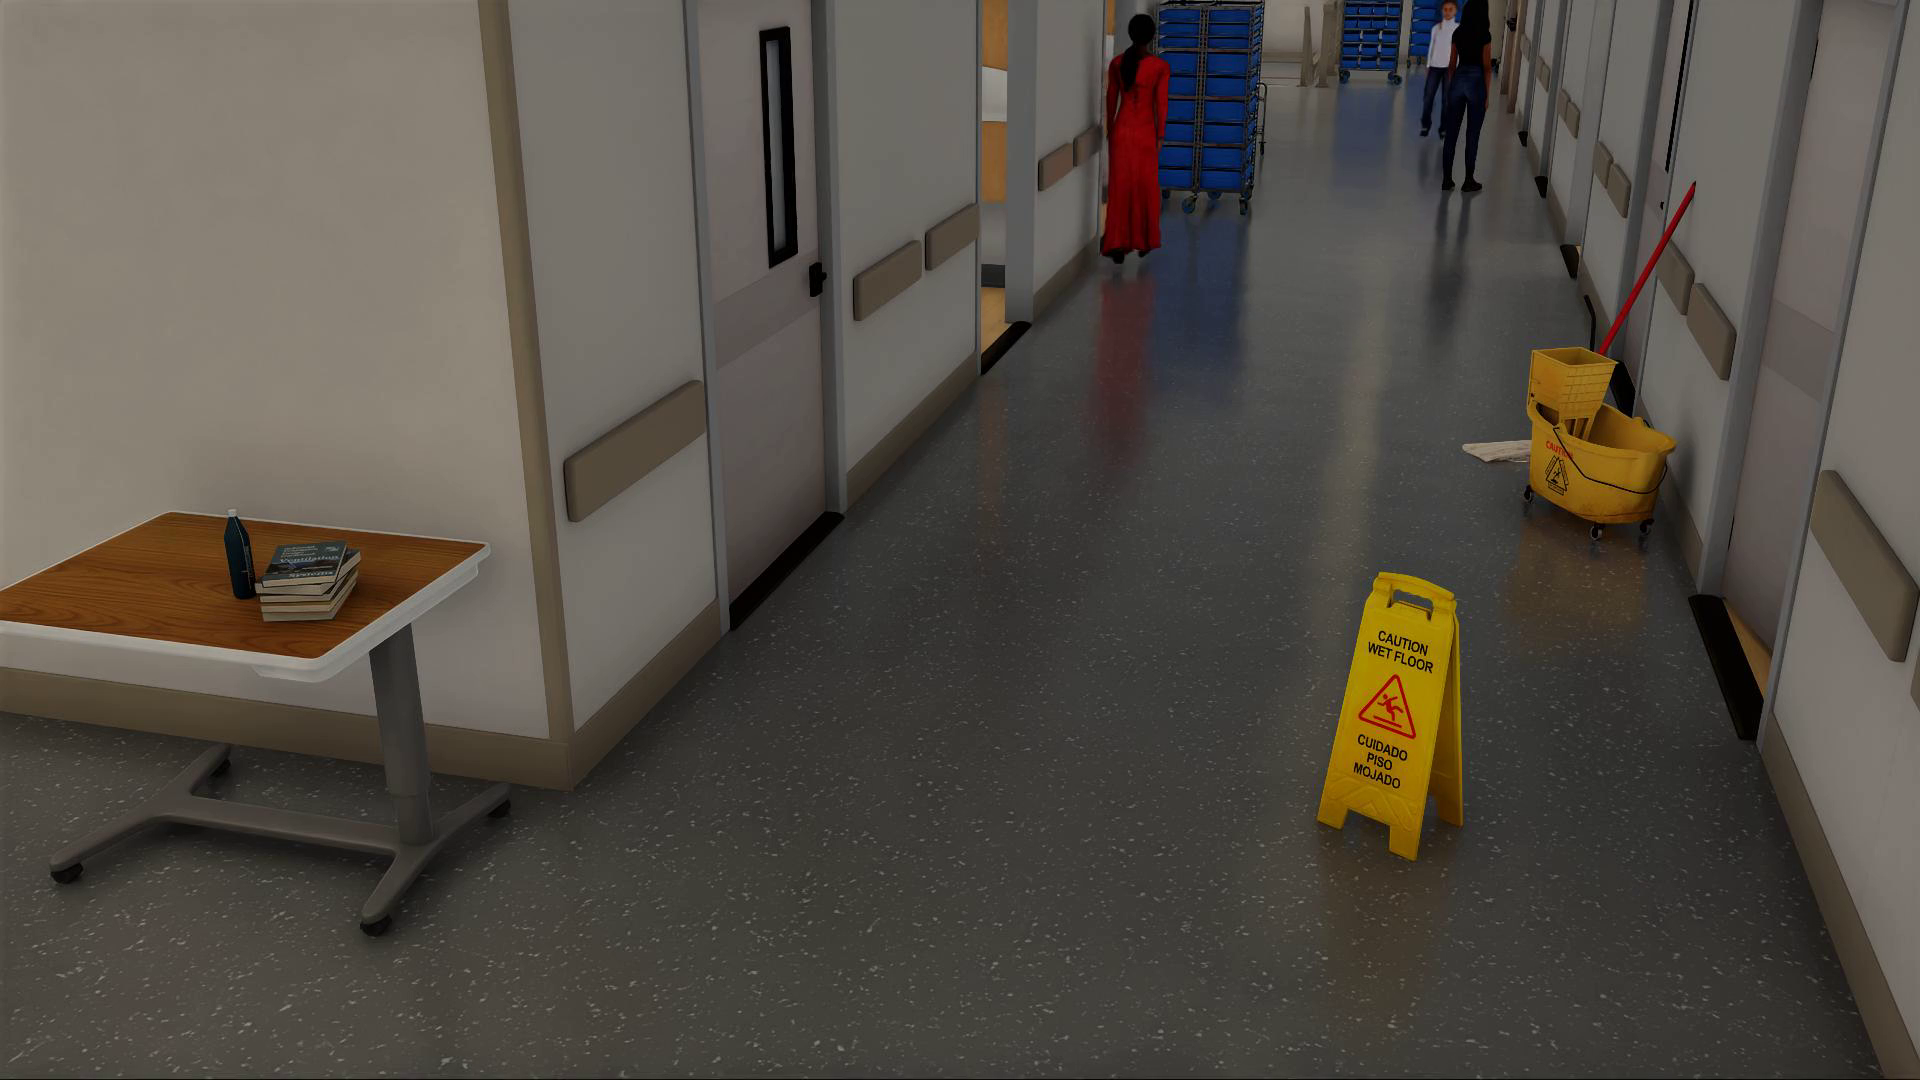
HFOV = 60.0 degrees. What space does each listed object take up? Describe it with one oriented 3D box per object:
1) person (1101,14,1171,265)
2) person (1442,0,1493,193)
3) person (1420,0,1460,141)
[{"bbox_3d":[1.220,-2.845,11.988,0.670,1.756,1.043,4,21,10],"label":"person"},{"bbox_3d":[4.691,-4.121,15.381,0.629,1.740,0.640,15,26,35],"label":"person"},{"bbox_3d":[5.509,-5.346,18.880,0.570,1.552,0.589,7,22,17],"label":"person"}]
